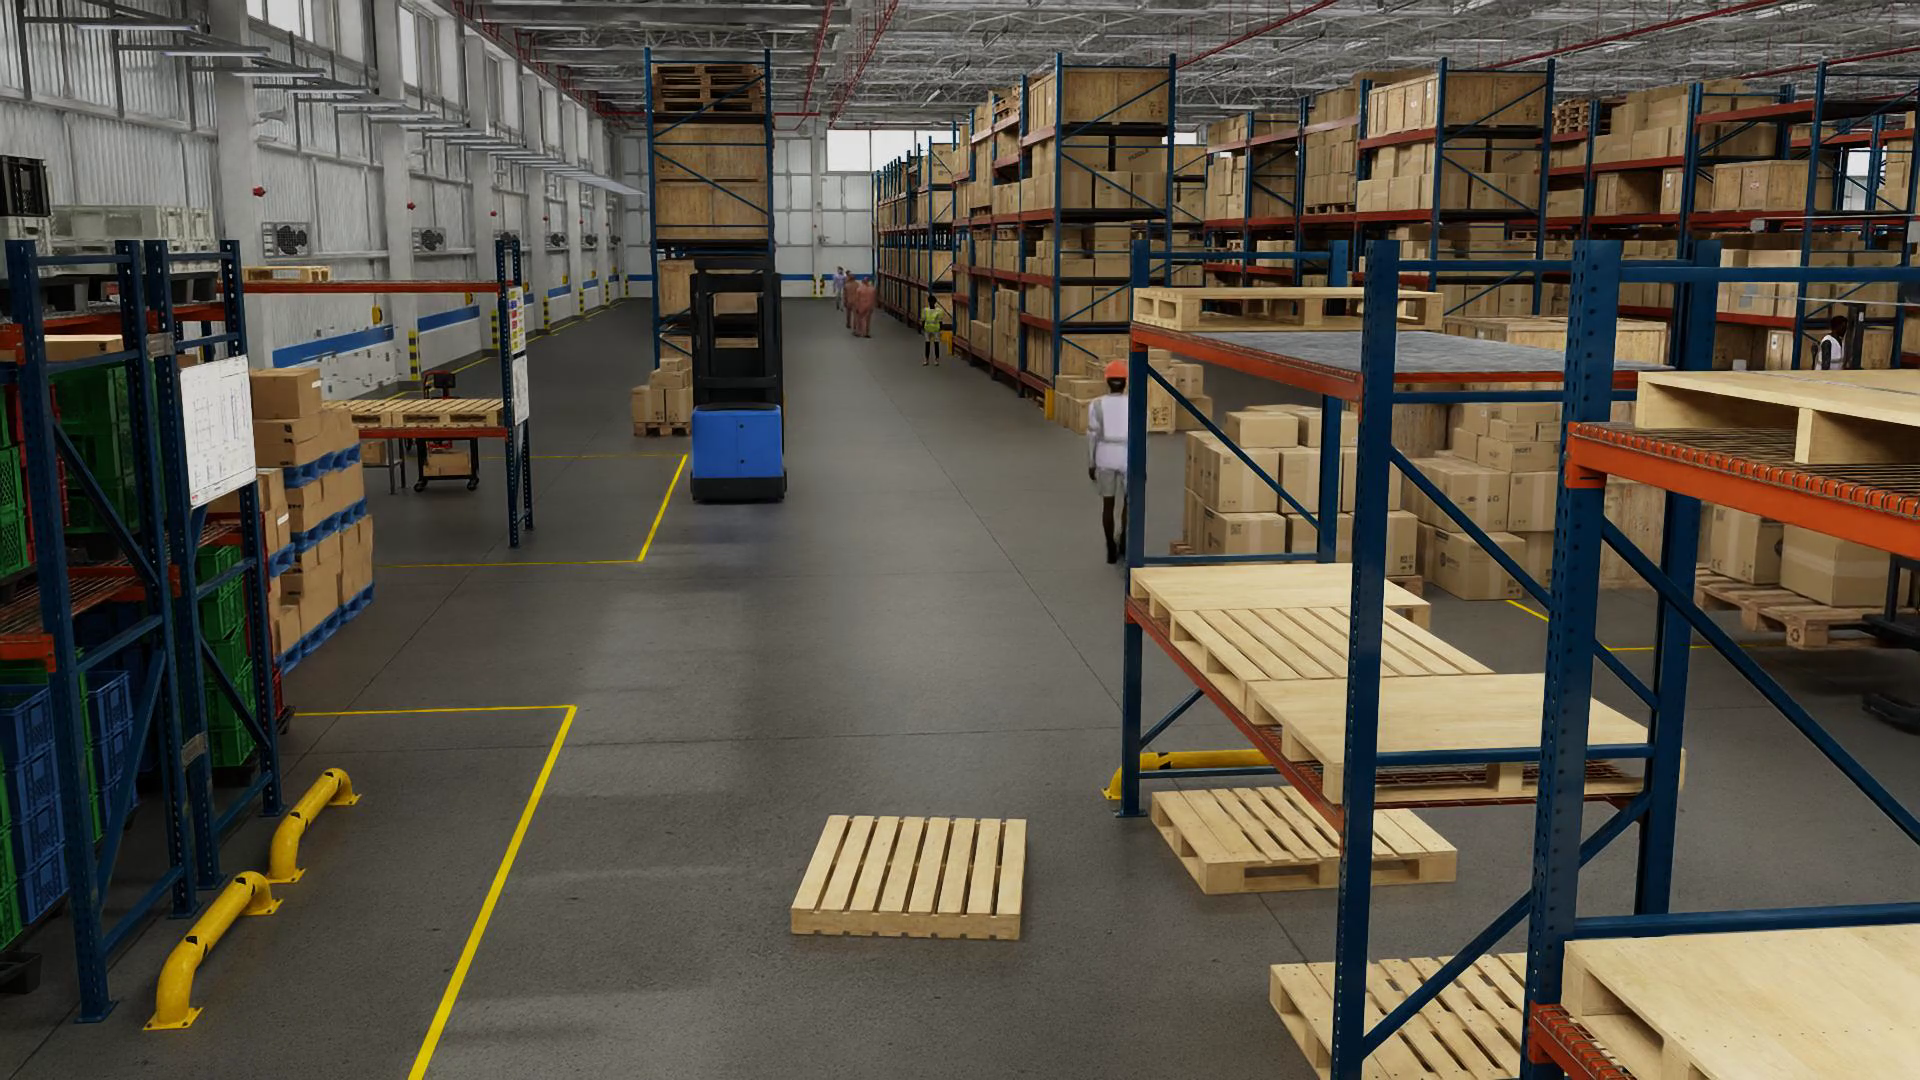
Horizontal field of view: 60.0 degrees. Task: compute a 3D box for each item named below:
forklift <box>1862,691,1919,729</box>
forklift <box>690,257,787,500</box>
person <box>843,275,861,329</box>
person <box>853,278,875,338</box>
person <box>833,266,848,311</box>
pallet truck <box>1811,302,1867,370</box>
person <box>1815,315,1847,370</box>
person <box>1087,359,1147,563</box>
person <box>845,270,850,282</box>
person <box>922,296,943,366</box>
[{"bbox_3d":[6.434,-0.112,9.555,1.129,2.768,1.873,-1,10,-6],"label":"forklift"},{"bbox_3d":[-2.656,-1.965,19.820,1.129,2.768,1.873,-1,10,-6],"label":"forklift"},{"bbox_3d":[-3.678,-8.164,57.031,0.645,1.864,1.024,-2,10,-9],"label":"person"},{"bbox_3d":[-3.023,-7.260,51.989,0.656,1.855,0.960,-5,11,-26],"label":"person"},{"bbox_3d":[-5.105,-10.767,71.251,0.631,1.928,0.468,-2,10,-10],"label":"person"},{"bbox_3d":[15.846,-3.142,28.793,1.885,1.965,0.823,2,10,12],"label":"pallet truck"},{"bbox_3d":[13.109,-2.427,25.080,0.397,1.911,0.587,10,14,43],"label":"person"},{"bbox_3d":[1.492,-0.753,15.762,0.581,1.917,0.608,2,10,10],"label":"person"},{"bbox_3d":[-5.204,-11.672,77.038,0.514,1.645,0.308,-9,14,-42],"label":"person"},{"bbox_3d":[-0.675,-5.069,40.308,0.533,1.695,0.319,2,10,11],"label":"person"}]
